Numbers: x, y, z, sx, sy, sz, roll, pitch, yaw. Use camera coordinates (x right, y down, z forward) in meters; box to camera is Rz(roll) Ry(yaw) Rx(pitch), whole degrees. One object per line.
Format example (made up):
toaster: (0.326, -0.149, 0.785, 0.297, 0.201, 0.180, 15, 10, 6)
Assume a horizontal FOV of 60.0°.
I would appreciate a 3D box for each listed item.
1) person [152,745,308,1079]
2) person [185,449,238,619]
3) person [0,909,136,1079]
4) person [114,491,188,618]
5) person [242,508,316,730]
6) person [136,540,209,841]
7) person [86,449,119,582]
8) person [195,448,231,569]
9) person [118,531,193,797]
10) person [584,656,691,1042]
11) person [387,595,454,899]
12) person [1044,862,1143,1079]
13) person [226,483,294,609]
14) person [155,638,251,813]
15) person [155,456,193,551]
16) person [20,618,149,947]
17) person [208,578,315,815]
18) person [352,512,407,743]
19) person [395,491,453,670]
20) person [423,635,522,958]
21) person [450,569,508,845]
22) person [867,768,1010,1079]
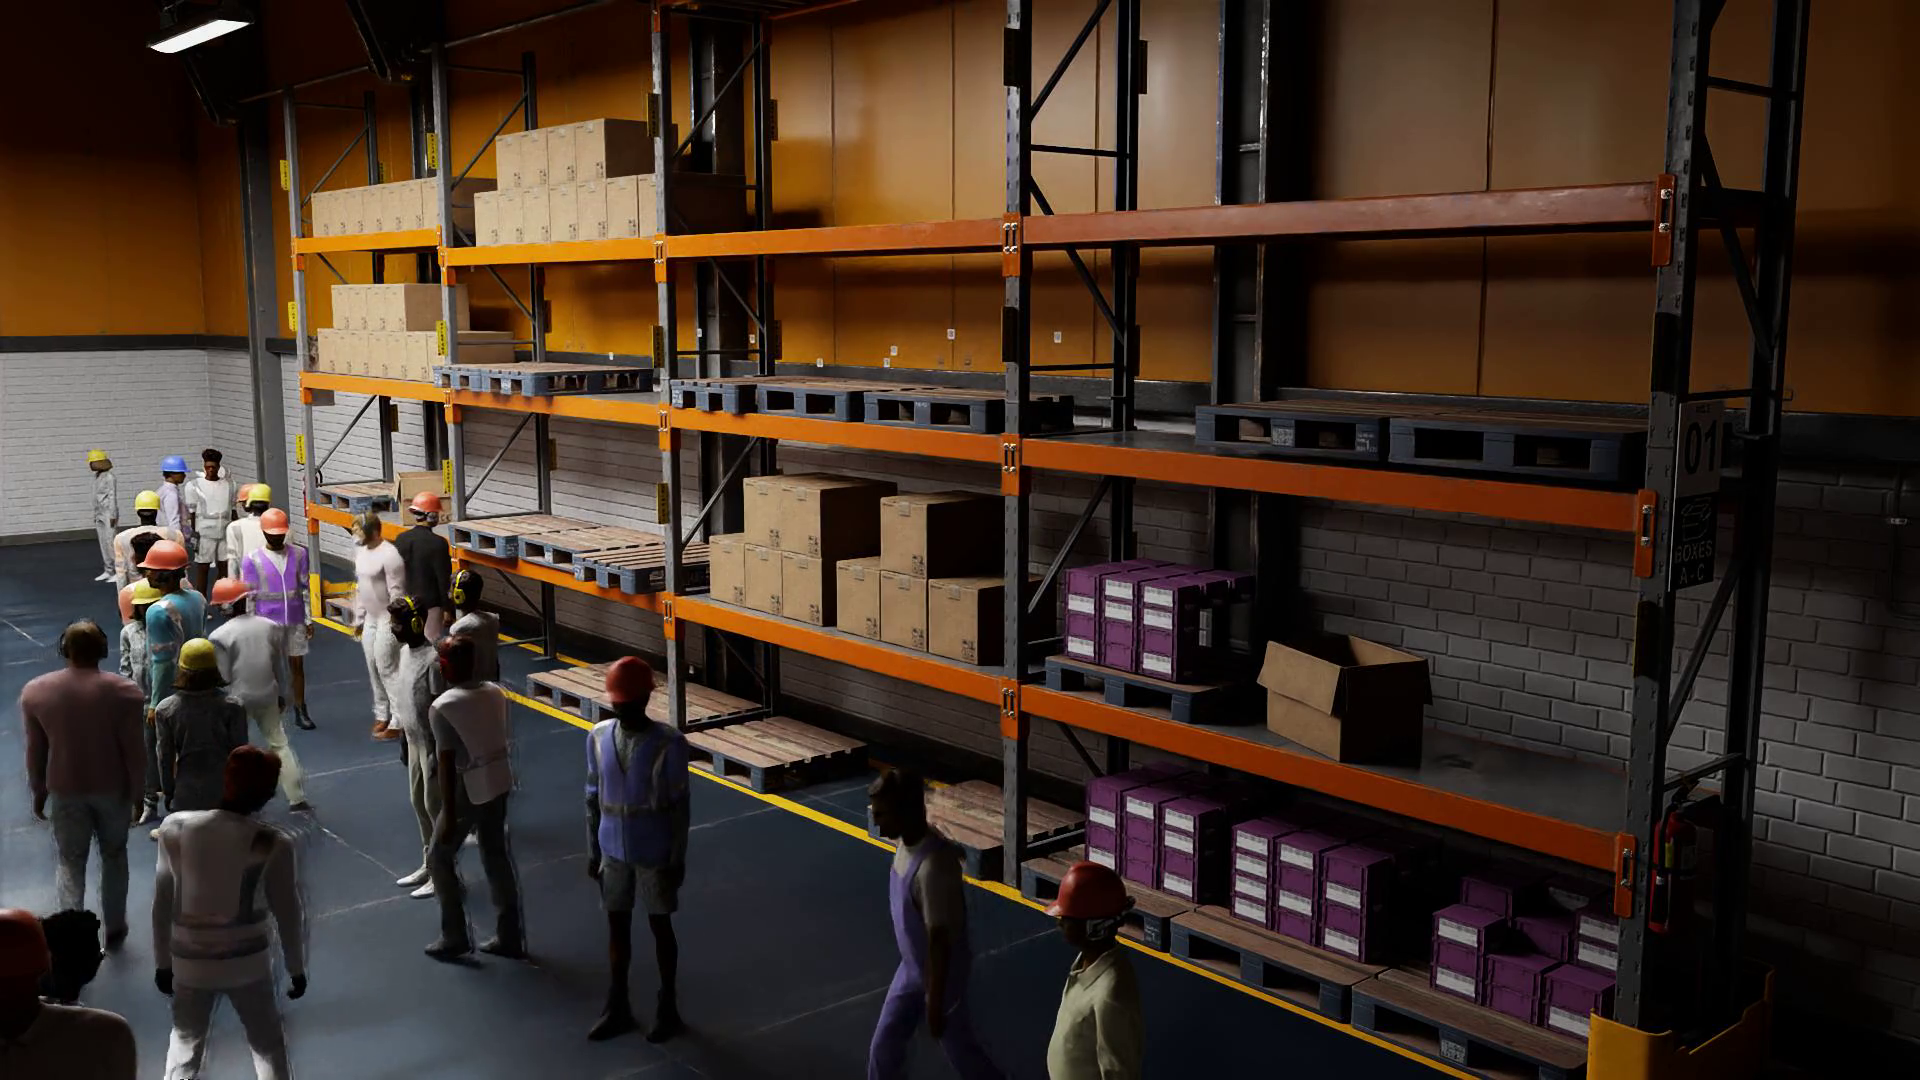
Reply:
person: (-3.006, 1.743, 6.854, 0.615, 1.854, 0.471, -1, 8, -4)
person: (-8.585, -0.077, 19.155, 0.372, 1.962, 0.603, 7, 11, 42)
person: (-2.631, 1.990, 4.716, 0.618, 1.986, 0.408, -4, 9, -24)
person: (-7.370, 0.510, 15.194, 0.593, 1.924, 0.384, -4, 9, -27)
person: (-5.732, 0.682, 14.031, 0.548, 1.924, 0.387, -7, 11, -41)
person: (-5.322, 1.014, 11.276, 0.368, 2.048, 0.607, 0, 8, 1)
person: (-11.133, -0.315, 21.625, 0.490, 1.733, 0.324, 6, 10, 36)
person: (-10.179, -0.431, 22.714, 0.307, 1.645, 0.519, 6, 10, 38)
person: (-5.933, 0.908, 12.291, 0.361, 1.963, 0.618, 3, 9, 23)
person: (-1.603, 1.515, 8.183, 0.551, 1.933, 0.378, 2, 8, 13)
person: (-3.326, 1.260, 10.251, 0.351, 1.856, 0.519, -8, 11, -43)
person: (0.451, 1.958, 5.726, 0.332, 1.749, 0.573, -1, 8, -4)
person: (-6.704, 0.401, 16.016, 0.607, 1.905, 0.586, -3, 9, -19)
person: (-4.300, 1.419, 9.502, 0.493, 1.746, 0.282, -2, 9, -16)
person: (-8.681, 0.038, 18.413, 0.405, 1.943, 0.614, -5, 10, -32)
person: (-4.796, 1.386, 9.145, 0.627, 1.915, 0.769, -3, 9, -19)
person: (-4.968, 1.118, 11.766, 0.643, 1.713, 0.608, 5, 10, 34)
person: (-4.830, 0.712, 13.914, 0.653, 1.901, 0.440, 8, 11, 43)
person: (-4.713, 0.560, 14.692, 0.630, 1.981, 0.434, 4, 9, 28)
person: (-2.745, 1.429, 9.189, 0.670, 1.813, 0.643, 3, 9, 22)
person: (-3.274, 1.120, 11.203, 0.315, 1.861, 0.517, 2, 9, 16)
person: (-0.093, 1.780, 6.895, 0.879, 1.800, 0.573, -3, 9, -19)
